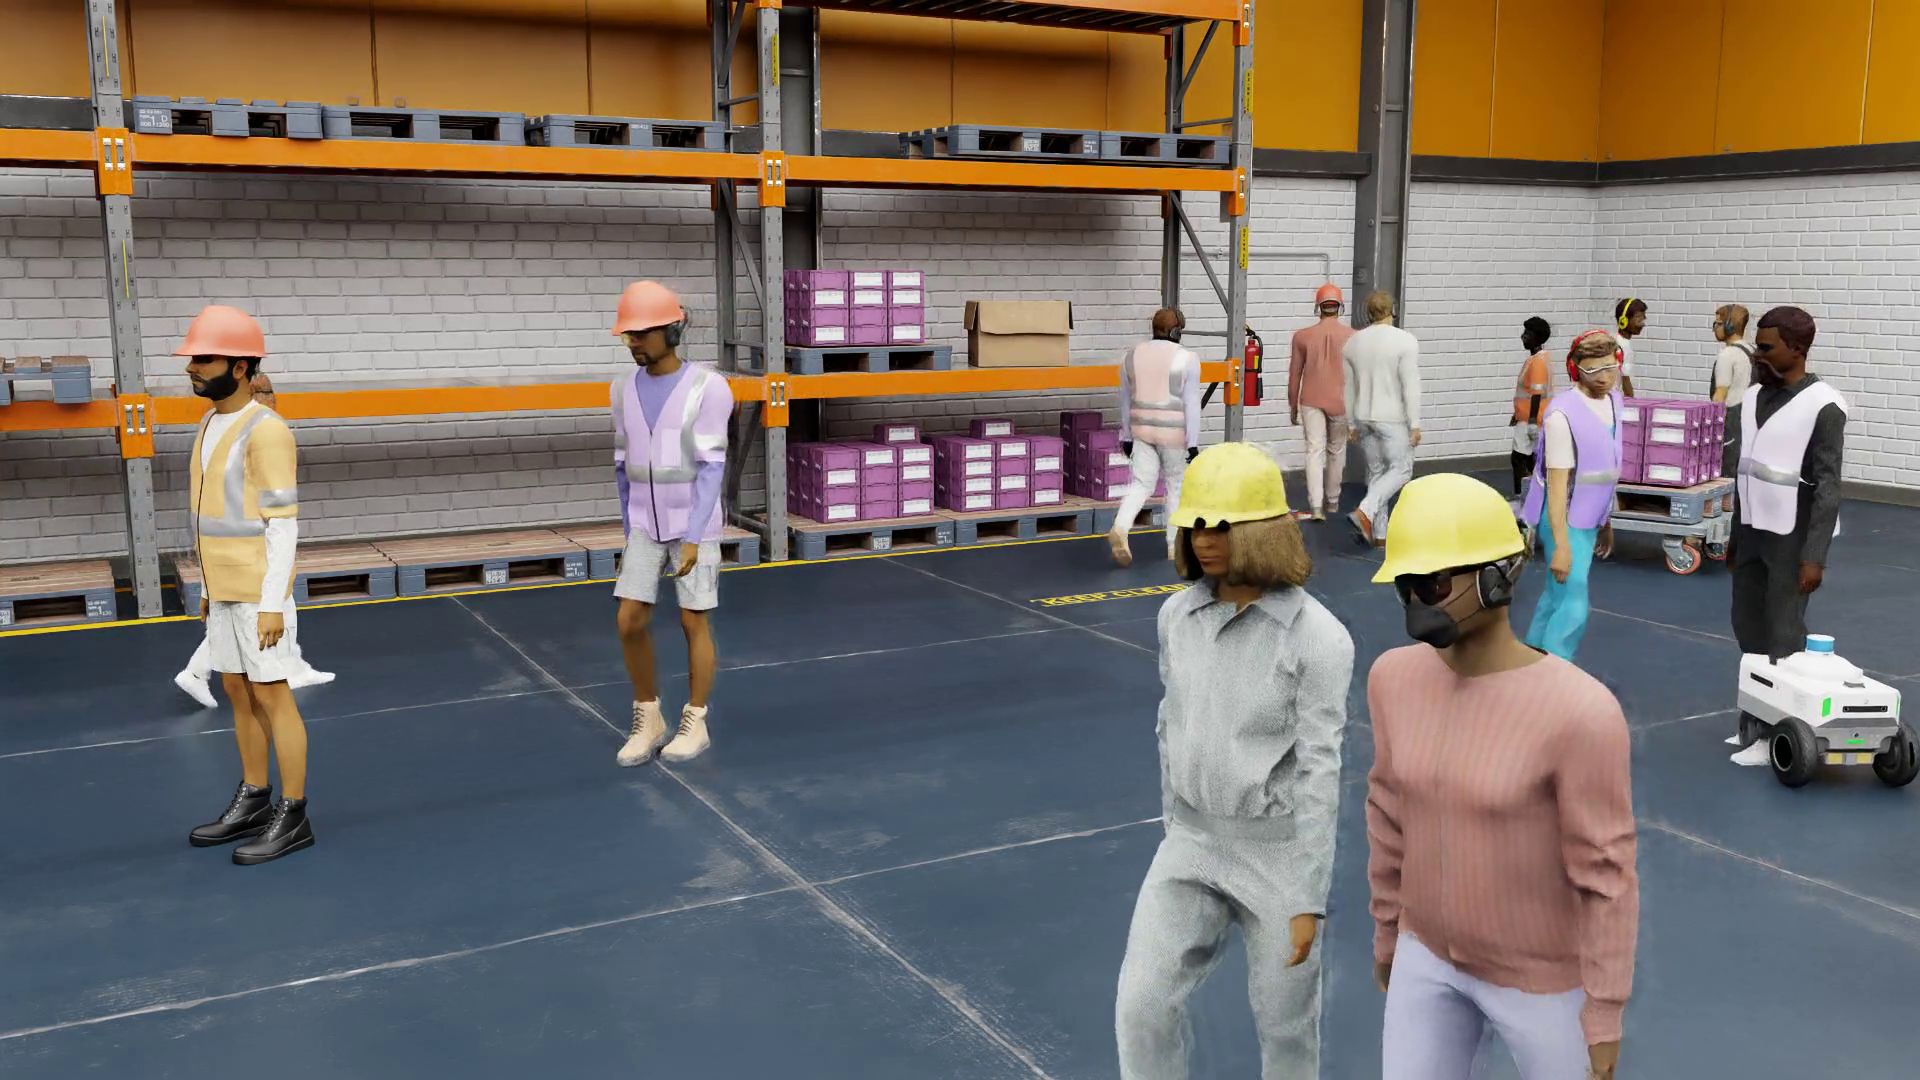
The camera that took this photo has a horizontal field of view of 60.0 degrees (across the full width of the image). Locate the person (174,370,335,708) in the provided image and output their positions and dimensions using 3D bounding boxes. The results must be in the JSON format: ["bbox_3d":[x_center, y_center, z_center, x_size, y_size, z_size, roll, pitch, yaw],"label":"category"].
[{"bbox_3d":[-3.403,-0.023,7.920,0.503,1.604,0.789,8,12,42],"label":"person"}]

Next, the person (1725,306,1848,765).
[{"bbox_3d":[3.433,-0.007,6.947,0.437,1.925,0.605,-1,9,-7],"label":"person"}]

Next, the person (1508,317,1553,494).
[{"bbox_3d":[4.680,-0.990,13.619,0.489,1.669,0.579,3,10,19],"label":"person"}]

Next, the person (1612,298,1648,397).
[{"bbox_3d":[5.167,-0.949,12.915,0.796,1.829,0.514,3,10,20],"label":"person"}]

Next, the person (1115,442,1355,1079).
[{"bbox_3d":[0.525,0.669,3.356,0.501,1.721,0.668,9,13,42],"label":"person"}]

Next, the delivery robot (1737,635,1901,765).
[{"bbox_3d":[3.523,0.634,6.846,0.477,0.478,0.707,0,9,-2],"label":"delivery robot"}]

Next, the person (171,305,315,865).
[{"bbox_3d":[-2.519,0.157,5.824,0.545,1.942,0.354,8,12,40],"label":"person"}]

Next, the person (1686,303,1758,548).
[{"bbox_3d":[5.652,-0.799,12.029,0.790,1.819,0.524,8,12,40],"label":"person"}]

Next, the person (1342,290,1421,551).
[{"bbox_3d":[2.999,-0.847,12.034,0.601,1.911,0.662,-7,12,-36],"label":"person"}]

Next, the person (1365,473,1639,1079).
[{"bbox_3d":[1.004,0.728,2.971,0.634,1.736,0.552,-7,12,-36],"label":"person"}]

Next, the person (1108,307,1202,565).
[{"bbox_3d":[1.364,-0.713,11.571,0.631,1.810,0.844,6,11,32],"label":"person"}]

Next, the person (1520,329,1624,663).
[{"bbox_3d":[2.708,-0.038,7.444,0.472,1.806,0.629,7,12,38],"label":"person"}]

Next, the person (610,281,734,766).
[{"bbox_3d":[-1.214,-0.045,6.842,0.597,2.012,0.629,4,10,21],"label":"person"}]

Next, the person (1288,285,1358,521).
[{"bbox_3d":[3.016,-1.132,13.735,0.621,1.935,1.044,2,9,11],"label":"person"}]
